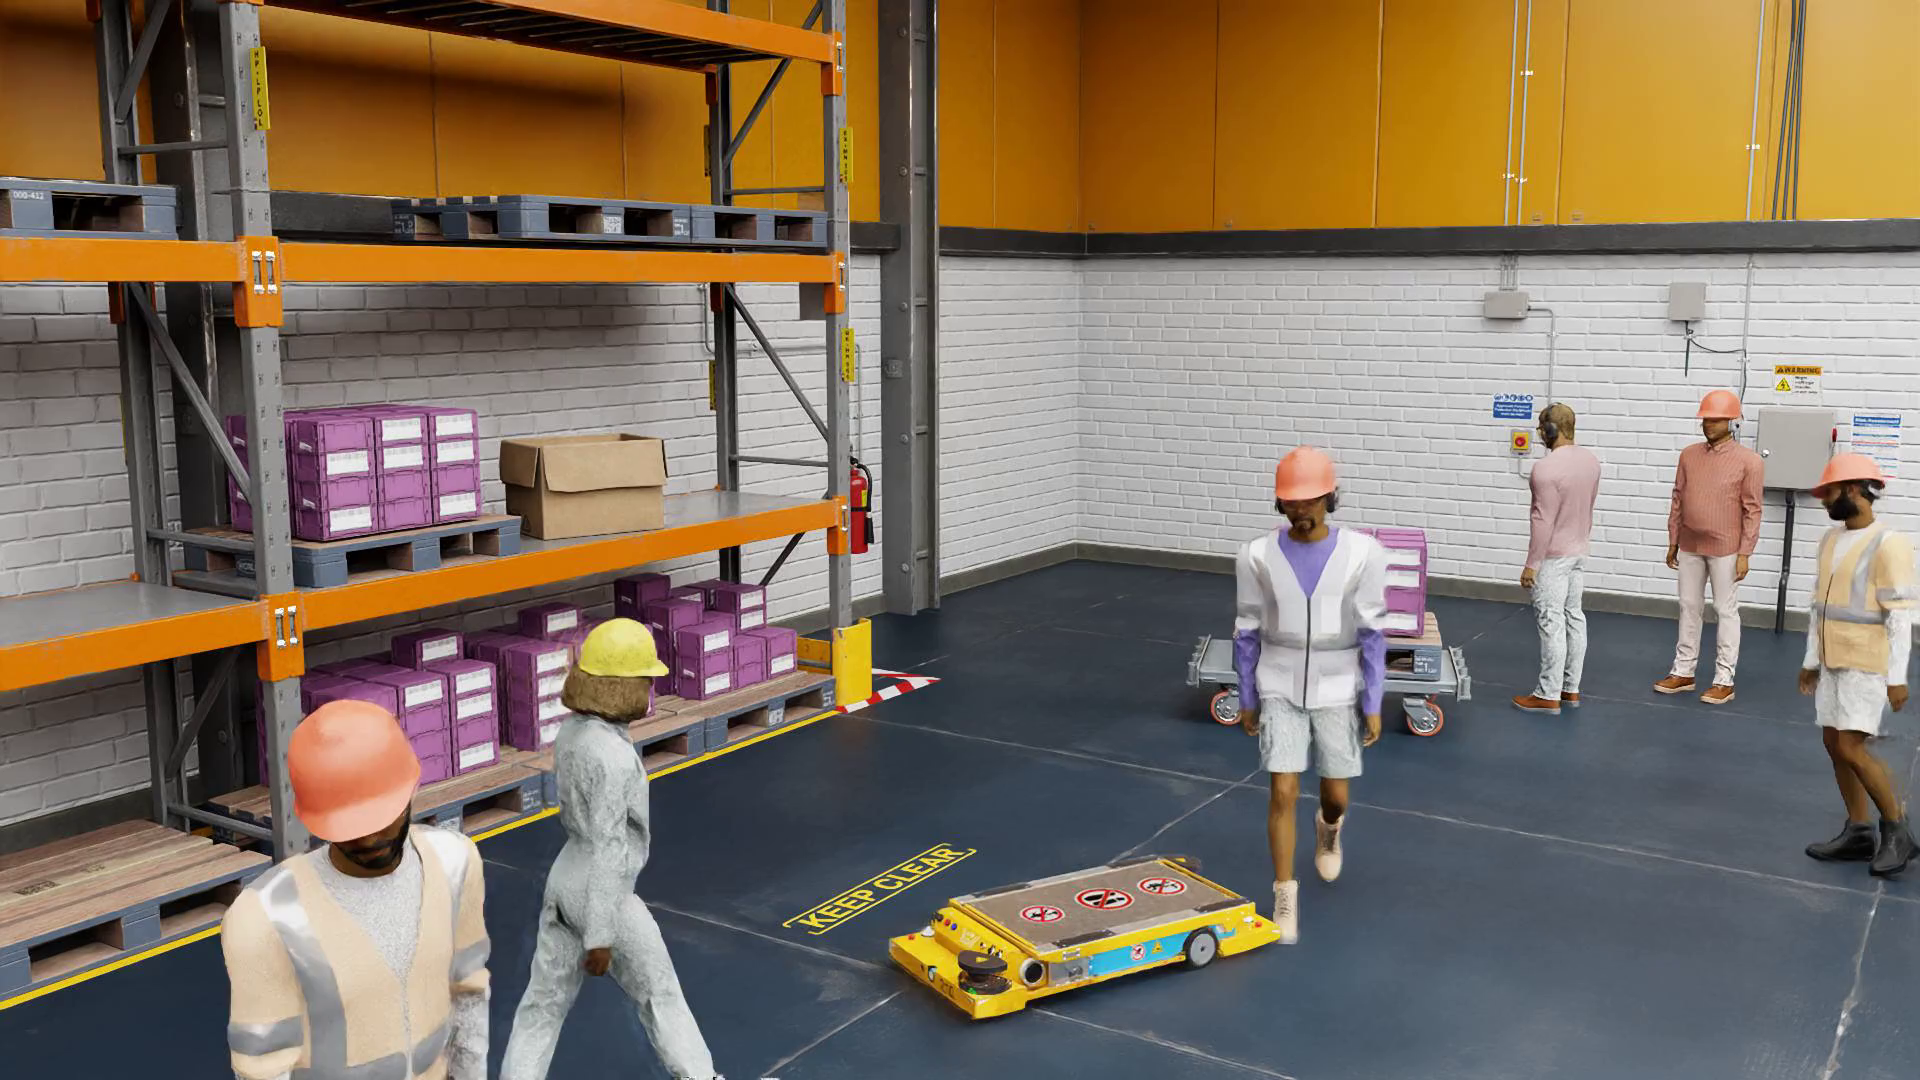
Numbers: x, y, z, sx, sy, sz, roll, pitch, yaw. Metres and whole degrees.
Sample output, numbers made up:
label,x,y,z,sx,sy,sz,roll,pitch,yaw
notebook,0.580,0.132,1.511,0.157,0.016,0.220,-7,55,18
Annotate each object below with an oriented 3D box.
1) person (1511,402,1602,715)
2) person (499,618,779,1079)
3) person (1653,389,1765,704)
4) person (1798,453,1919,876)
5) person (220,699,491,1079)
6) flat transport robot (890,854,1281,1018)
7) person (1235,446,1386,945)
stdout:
label,x,y,z,sx,sy,sz,roll,pitch,yaw
person,3.699,0.114,10.326,0.627,1.934,0.372,-8,12,-41
person,-1.021,1.060,4.958,0.935,1.683,0.510,-6,11,-36
person,4.794,0.036,10.629,0.376,1.997,0.612,-5,10,-31
person,4.114,0.560,7.598,0.404,1.887,0.655,-1,9,-3
person,-1.153,1.219,3.313,0.582,1.893,0.549,6,10,33
flat transport robot,0.505,1.523,6.550,1.431,0.197,0.652,-5,10,-30
person,1.442,0.601,6.892,0.613,2.020,0.740,2,9,14
